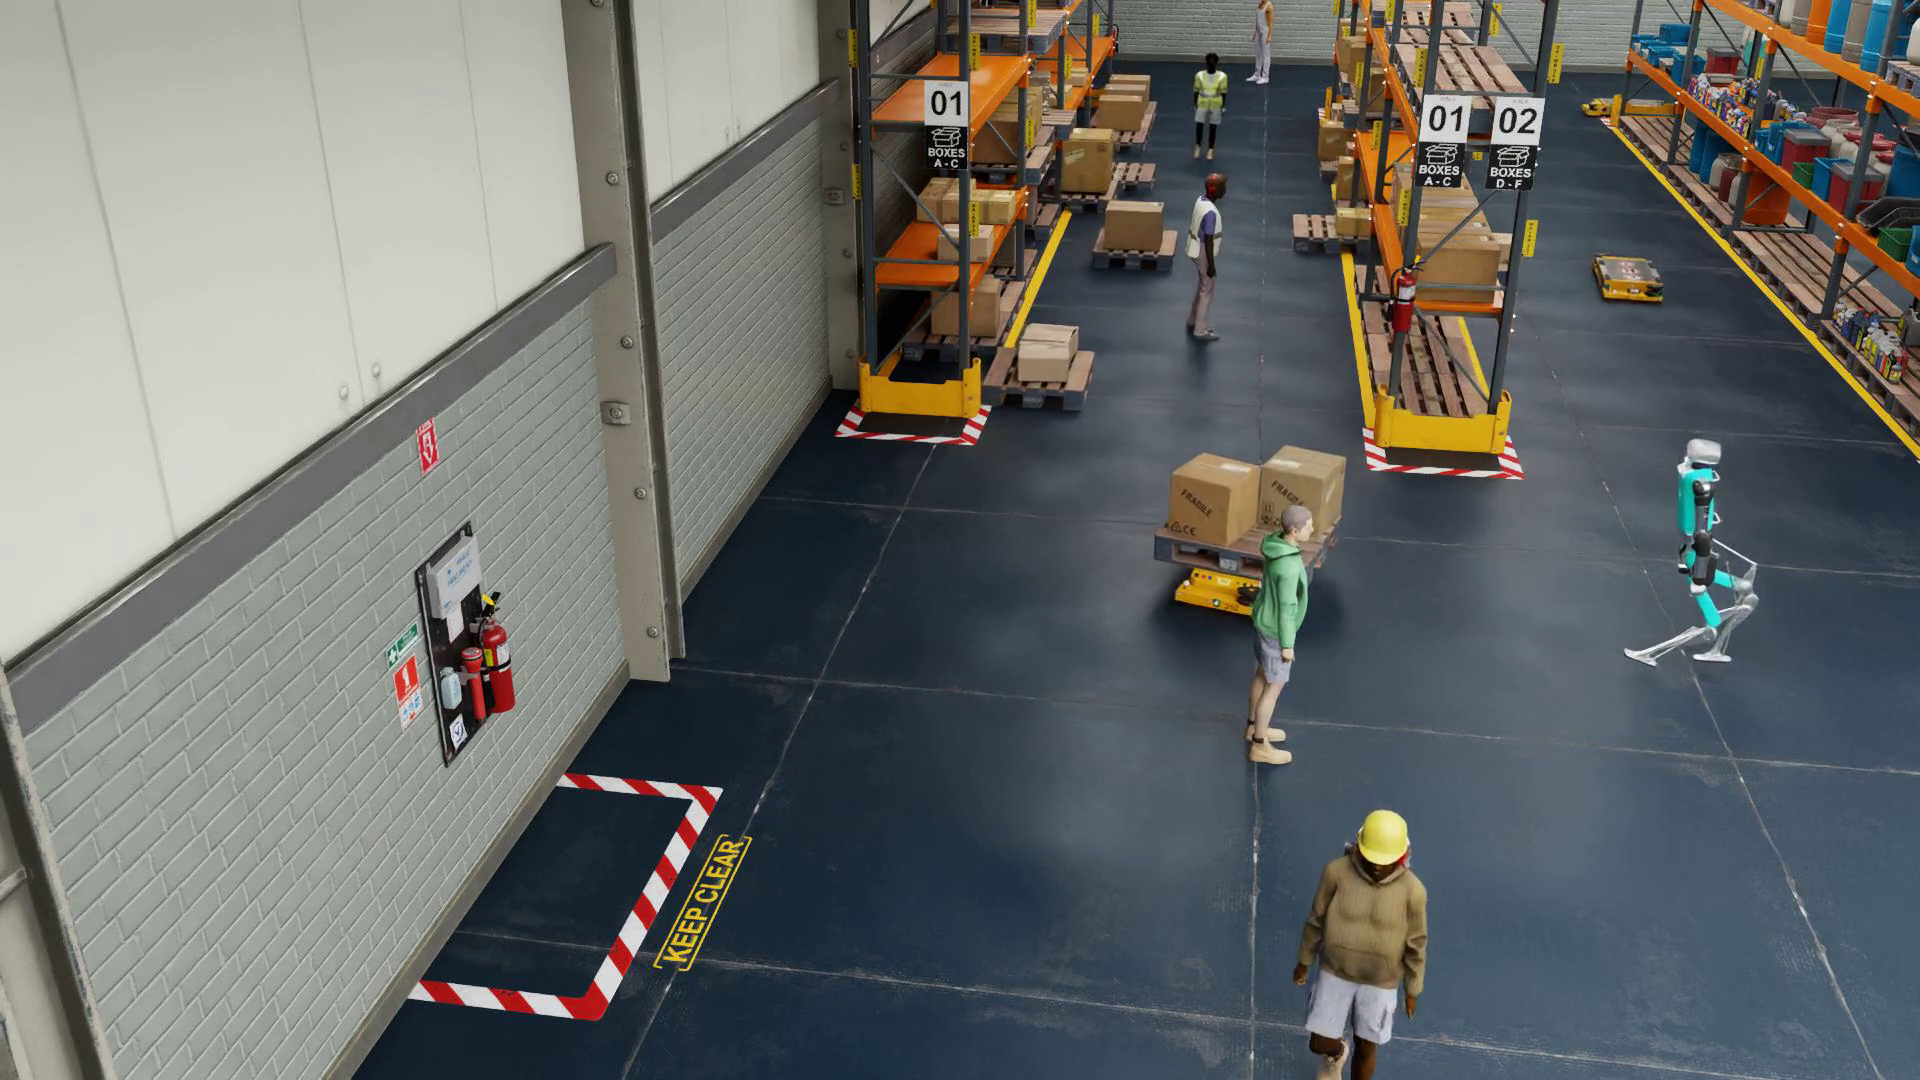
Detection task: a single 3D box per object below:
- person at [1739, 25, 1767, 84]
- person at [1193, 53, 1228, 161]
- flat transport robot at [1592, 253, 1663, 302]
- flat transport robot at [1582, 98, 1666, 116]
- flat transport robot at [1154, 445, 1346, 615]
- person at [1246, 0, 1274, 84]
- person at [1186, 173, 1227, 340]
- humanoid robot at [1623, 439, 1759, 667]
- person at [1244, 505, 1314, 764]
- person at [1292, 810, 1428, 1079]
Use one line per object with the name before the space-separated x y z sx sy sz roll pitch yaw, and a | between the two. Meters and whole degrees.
person | 15.558 -9.722 32.453 0.683 1.720 0.332 -7 26 -14
person | 3.955 -6.857 26.361 0.545 1.680 0.432 4 25 8
flat transport robot | 8.088 -3.181 20.166 0.659 0.231 1.431 6 26 13
flat transport robot | 12.042 -7.800 30.052 1.431 0.231 0.659 4 25 9
flat transport robot | 2.223 0.174 12.985 0.659 0.231 1.431 12 27 23
person | 5.947 -9.974 32.823 0.387 1.863 0.512 -11 27 -22
person | 2.665 -3.088 18.123 0.400 1.828 0.578 0 25 0
humanoid robot | 5.129 0.157 11.286 0.993 1.727 0.538 4 25 9
person | 1.981 0.578 10.393 0.320 1.735 0.475 0 25 -1
person | 1.790 1.935 7.462 0.570 1.748 0.436 8 26 17
